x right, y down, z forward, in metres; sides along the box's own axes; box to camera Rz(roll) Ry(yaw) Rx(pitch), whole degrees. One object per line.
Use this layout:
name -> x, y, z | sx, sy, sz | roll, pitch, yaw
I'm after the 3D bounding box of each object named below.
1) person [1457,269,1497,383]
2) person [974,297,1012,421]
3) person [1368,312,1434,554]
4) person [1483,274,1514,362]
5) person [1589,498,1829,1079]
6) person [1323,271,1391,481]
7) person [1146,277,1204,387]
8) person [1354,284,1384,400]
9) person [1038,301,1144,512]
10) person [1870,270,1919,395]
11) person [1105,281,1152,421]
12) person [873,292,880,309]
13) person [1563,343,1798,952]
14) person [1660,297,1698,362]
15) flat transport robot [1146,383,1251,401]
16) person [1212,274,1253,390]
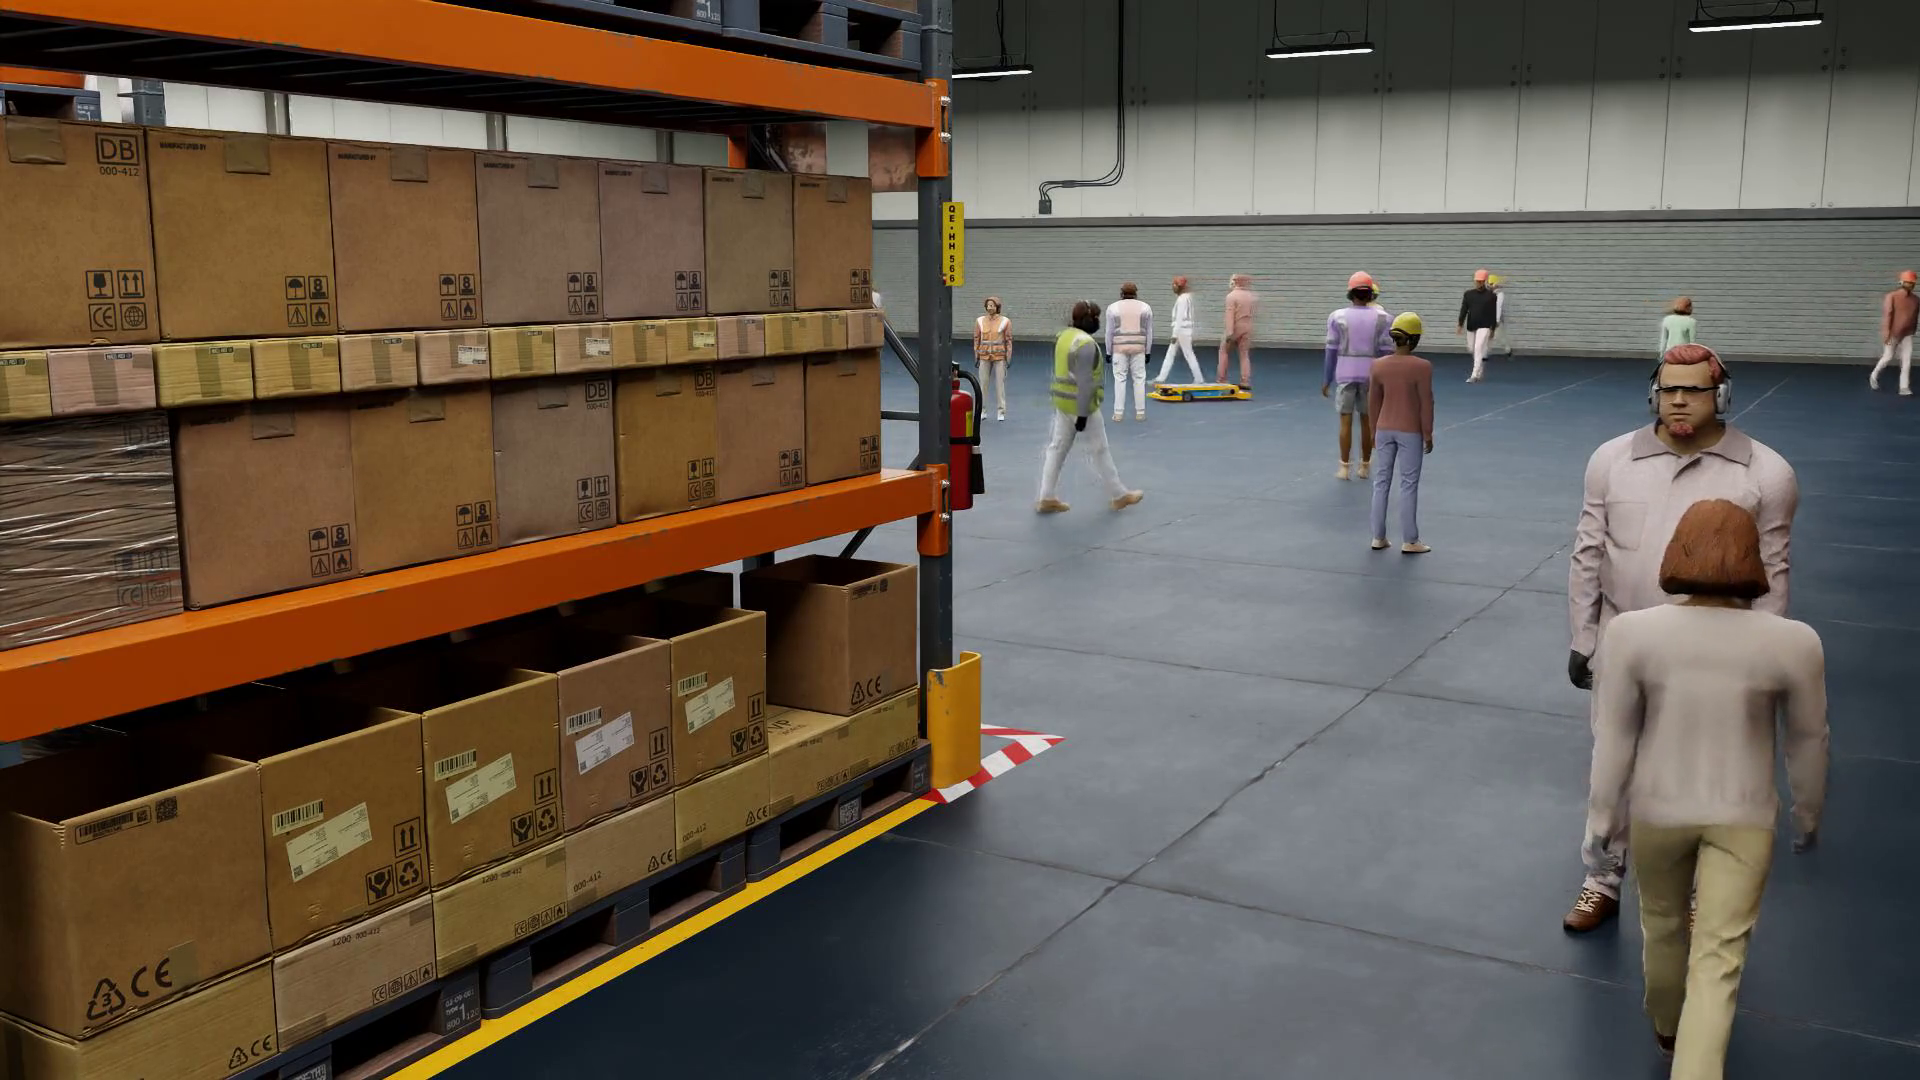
person -> 8.988, -3.700, 28.738 | 0.605, 1.968, 0.897 | 9, 13, 42
person -> 0.436, -2.394, 22.025 | 0.515, 1.642, 0.314 | 3, 10, 16
person -> 3.248, -0.785, 12.238 | 0.321, 1.769, 0.523 | -9, 13, -43
person -> 10.988, -4.532, 34.061 | 0.691, 1.807, 0.587 | -3, 10, -16
person -> 1.857, 0.687, 4.154 | 0.515, 1.581, 0.895 | 5, 11, 29
person -> 3.848, -1.589, 16.160 | 0.611, 2.042, 0.387 | 0, 10, 1
person -> 3.589, -3.389, 27.311 | 0.974, 1.828, 0.597 | 1, 10, 6
person -> 6.162, -2.978, 25.071 | 0.307, 1.772, 0.525 | -6, 12, -33
person -> 1.092, -1.129, 14.150 | 0.947, 1.790, 0.637 | -4, 10, -21
person -> 14.825, -3.285, 26.296 | 0.617, 1.974, 0.848 | 0, 10, -3
person -> 2.224, -2.490, 22.002 | 0.624, 1.845, 0.430 | 0, 10, -1
person -> -1.725, -4.040, 31.185 | 0.532, 1.821, 0.798 | -3, 10, -18
person -> 2.237, 0.340, 5.242 | 0.641, 1.908, 0.407 | 6, 11, 30
person -> 9.978, -2.558, 23.047 | 0.345, 1.617, 0.519 | -7, 12, -36
flat transport robot -> 3.608, -2.248, 25.178 | 1.431, 0.197, 0.652 | -3, 10, -17
person -> 4.440, -3.404, 27.243 | 0.685, 1.874, 0.829 | -9, 13, -43
